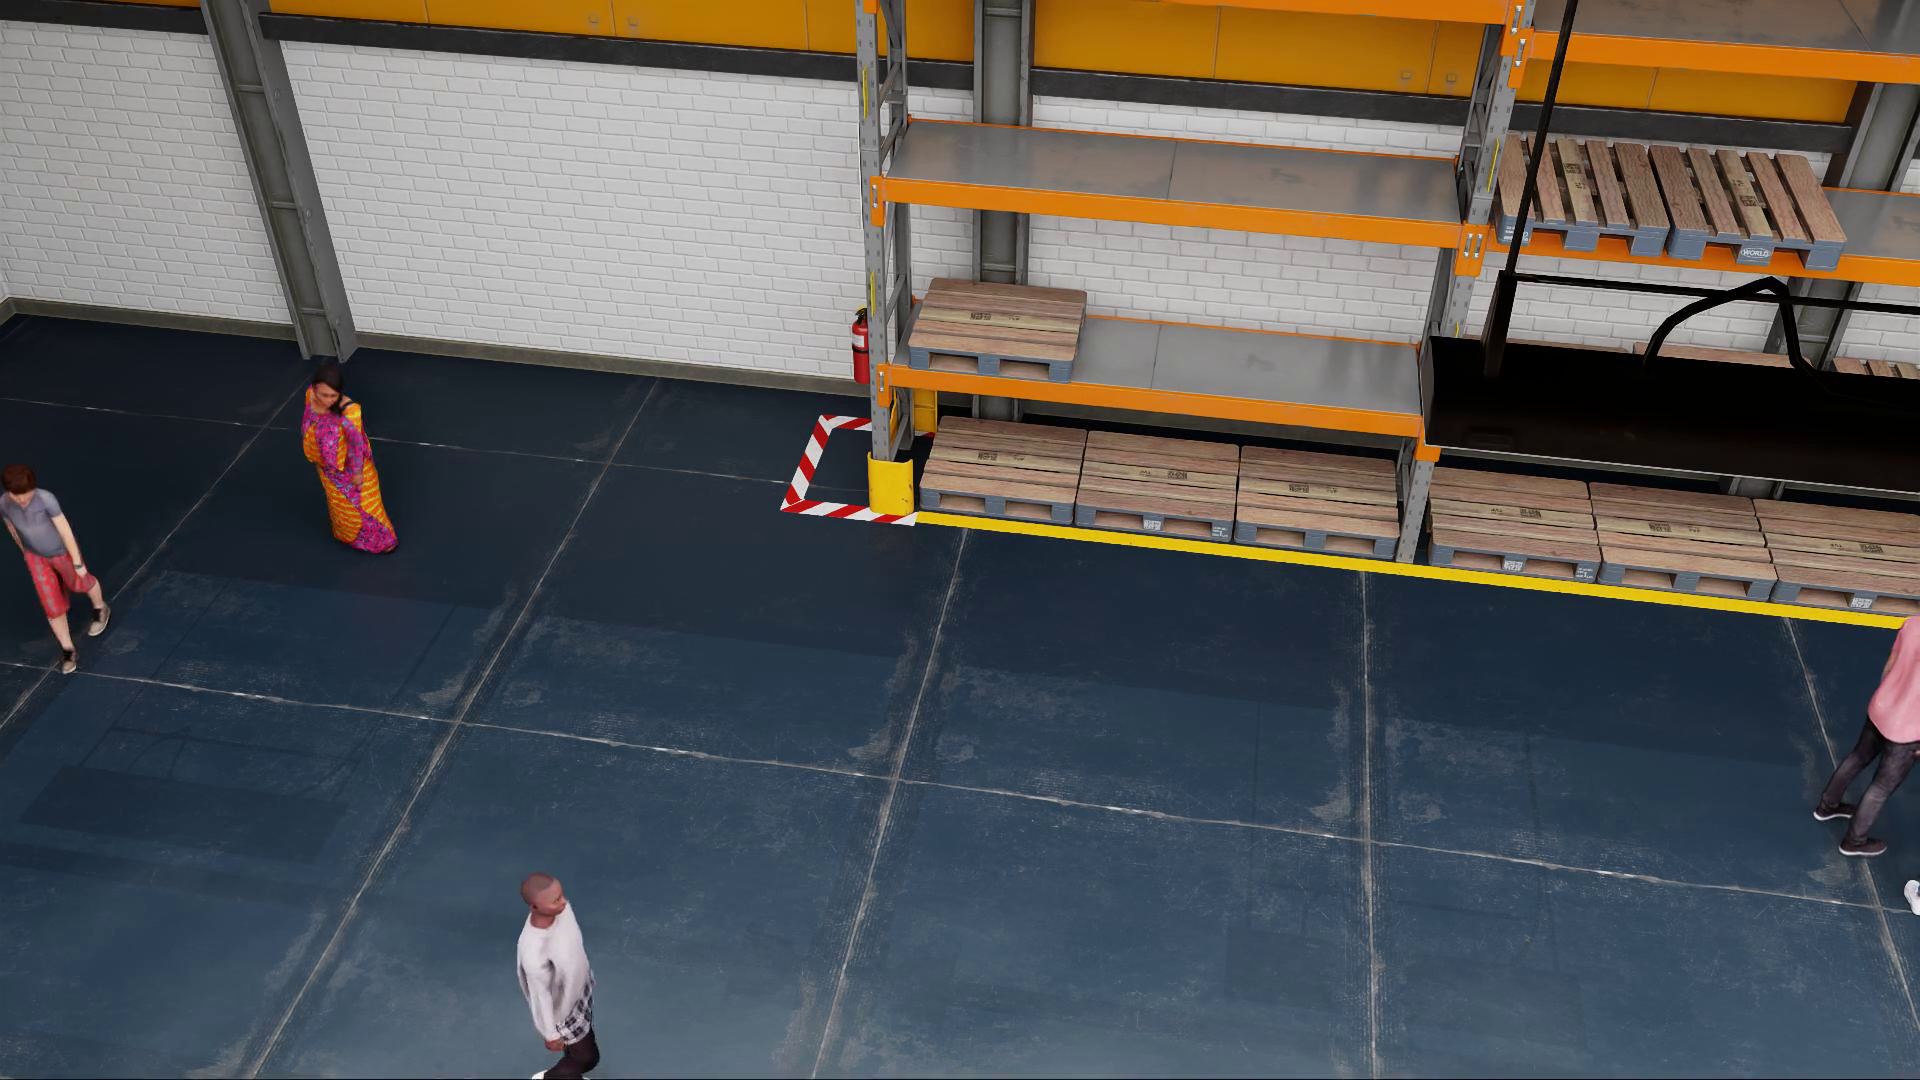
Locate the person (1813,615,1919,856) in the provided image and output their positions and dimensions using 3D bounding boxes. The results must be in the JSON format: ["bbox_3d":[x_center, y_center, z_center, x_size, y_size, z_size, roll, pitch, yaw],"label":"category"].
[{"bbox_3d":[5.519,1.048,9.802,0.652,1.953,0.693,-5,39,-6],"label":"person"}]

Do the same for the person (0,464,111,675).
[{"bbox_3d":[-6.158,0.052,11.319,1.001,1.616,0.862,-2,39,-2],"label":"person"}]

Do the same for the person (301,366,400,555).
[{"bbox_3d":[-4.545,-0.648,12.153,0.920,1.670,0.767,-32,48,-33],"label":"person"}]

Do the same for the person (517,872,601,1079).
[{"bbox_3d":[-2.090,2.301,8.386,0.661,1.762,0.647,5,39,6],"label":"person"}]
